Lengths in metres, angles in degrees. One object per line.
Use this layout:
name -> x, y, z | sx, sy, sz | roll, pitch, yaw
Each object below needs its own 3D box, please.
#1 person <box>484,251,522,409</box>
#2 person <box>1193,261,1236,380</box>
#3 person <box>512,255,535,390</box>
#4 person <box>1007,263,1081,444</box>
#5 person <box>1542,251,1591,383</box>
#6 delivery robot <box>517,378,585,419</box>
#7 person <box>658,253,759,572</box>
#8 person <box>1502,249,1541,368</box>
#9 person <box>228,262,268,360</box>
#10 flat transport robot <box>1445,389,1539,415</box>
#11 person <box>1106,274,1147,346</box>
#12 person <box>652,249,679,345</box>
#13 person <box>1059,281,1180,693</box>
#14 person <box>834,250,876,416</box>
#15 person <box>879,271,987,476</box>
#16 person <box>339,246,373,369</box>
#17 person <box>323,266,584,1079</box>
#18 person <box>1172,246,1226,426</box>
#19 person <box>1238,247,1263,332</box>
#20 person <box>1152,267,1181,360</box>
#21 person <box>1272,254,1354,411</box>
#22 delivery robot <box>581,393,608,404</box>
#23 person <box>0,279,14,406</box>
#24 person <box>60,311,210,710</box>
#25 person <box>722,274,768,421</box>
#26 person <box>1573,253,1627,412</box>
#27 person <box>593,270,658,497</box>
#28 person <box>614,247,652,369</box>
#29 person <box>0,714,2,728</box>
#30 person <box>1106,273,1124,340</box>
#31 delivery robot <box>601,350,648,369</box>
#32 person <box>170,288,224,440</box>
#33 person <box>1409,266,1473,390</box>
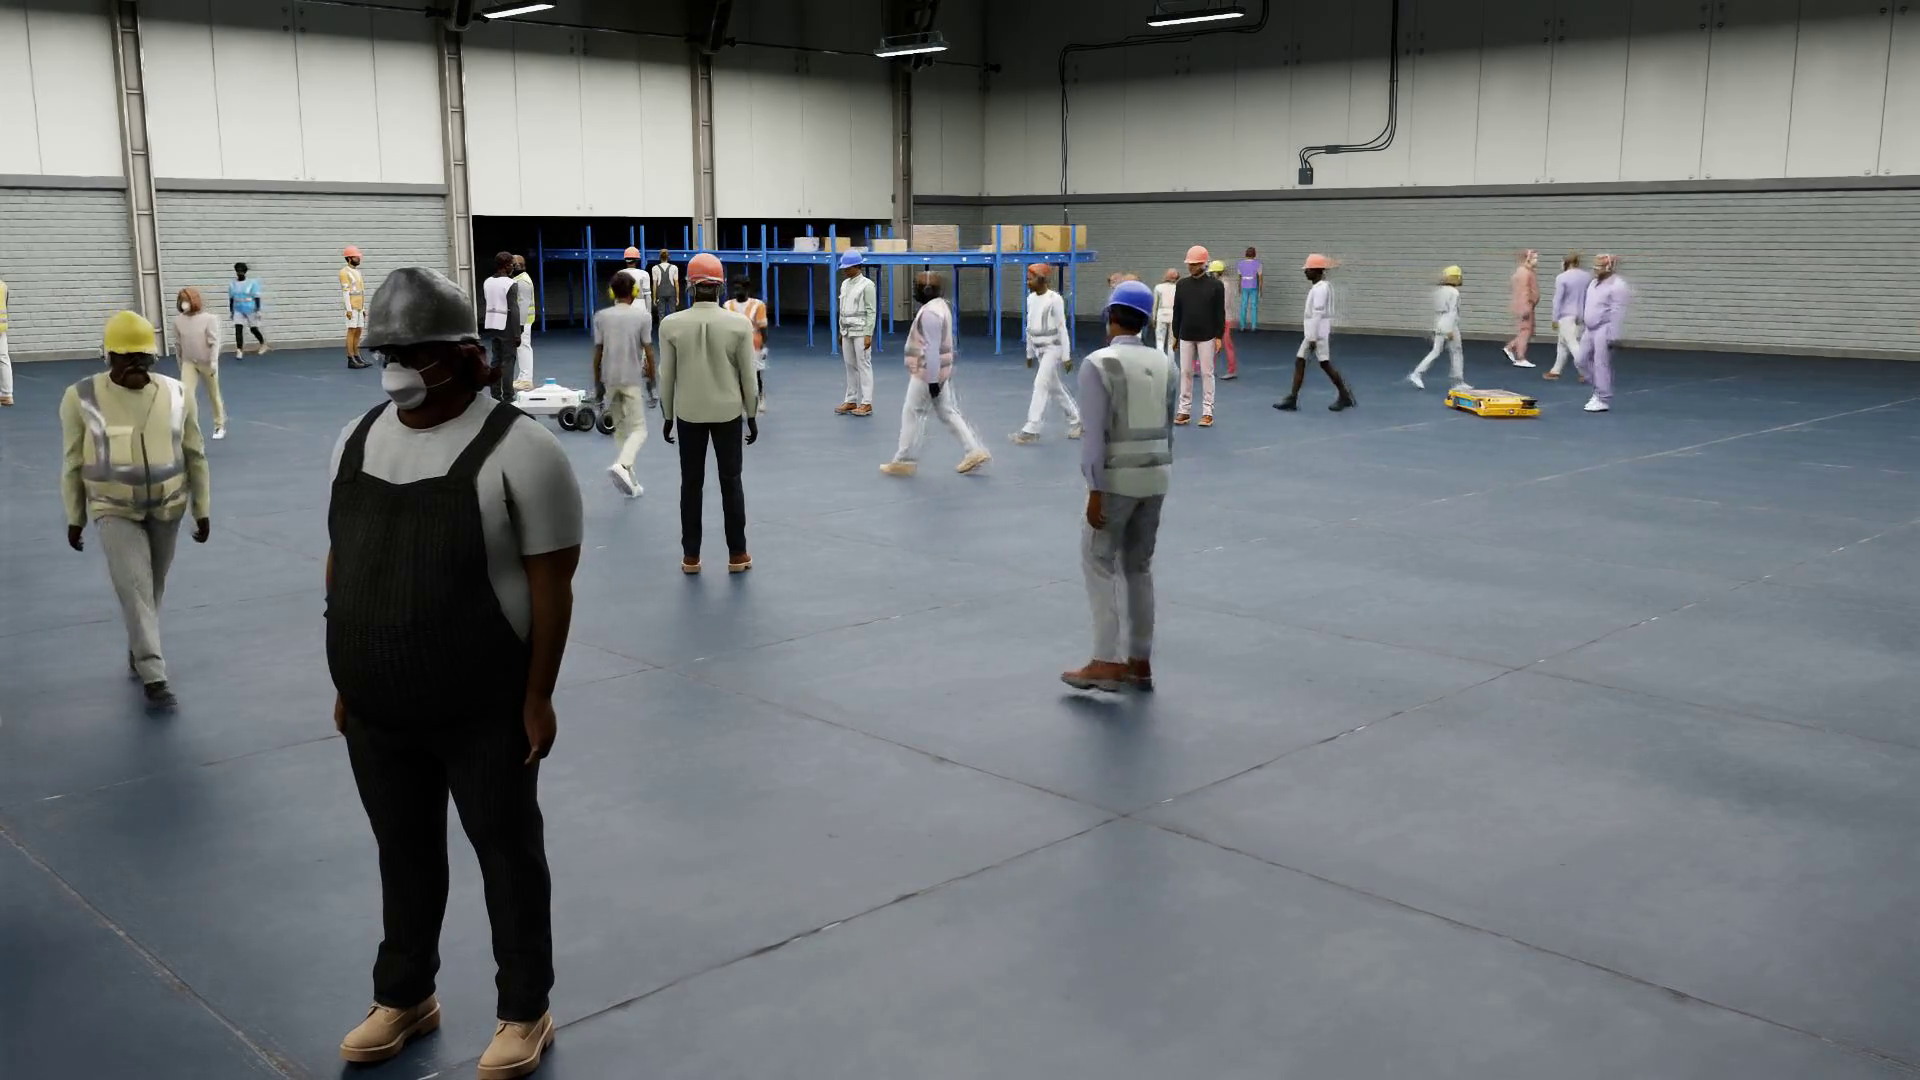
person -> -5.573, -2.549, 20.289 | 0.591, 1.913, 0.379 | 8, 13, 38
person -> 3.686, -3.207, 24.350 | 0.877, 1.724, 0.545 | -3, 11, -16
person -> -6.106, -3.021, 23.050 | 0.429, 1.843, 0.627 | -4, 11, -20
person -> 0.956, -1.930, 17.150 | 0.983, 1.837, 0.629 | -5, 12, -27
person -> 8.883, -3.232, 24.084 | 0.631, 1.897, 0.988 | -6, 12, -29
delivery robot -> -4.504, -1.539, 18.334 | 0.707, 0.478, 0.477 | -1, 10, -4
person -> -1.575, -0.794, 10.473 | 0.622, 1.996, 0.371 | -1, 10, -4
person -> 9.093, -3.731, 26.798 | 0.476, 1.893, 0.649 | 5, 11, 24
person -> -12.287, -3.957, 28.659 | 0.558, 1.659, 0.761 | 0, 10, -2
flat transport robot -> 6.403, -1.669, 20.071 | 0.652, 0.197, 1.431 | 0, 10, -2
person -> 2.131, -2.567, 21.197 | 0.513, 1.609, 0.736 | 2, 11, 12
person -> -5.668, -4.677, 32.063 | 0.504, 1.847, 0.344 | -2, 11, -10
person -> 0.769, -0.259, 7.828 | 0.676, 1.898, 0.499 | -8, 13, -38
person -> -1.234, -2.445, 19.638 | 0.401, 1.938, 0.603 | -9, 14, -40
person -> -0.222, -1.476, 14.716 | 0.937, 1.807, 0.629 | 2, 11, 10
person -> -9.696, -3.735, 26.666 | 0.350, 1.942, 0.545 | 1, 10, 5
person -> -1.311, 0.363, 4.165 | 0.683, 2.000, 0.538 | 3, 11, 15
person -> 2.640, -2.270, 18.536 | 0.623, 1.990, 0.393 | 6, 12, 32
person -> 6.384, -5.519, 36.644 | 0.565, 1.850, 0.390 | 4, 11, 23
person -> 3.167, -3.316, 25.234 | 0.526, 1.622, 0.413 | 3, 11, 15
person -> 4.339, -2.512, 20.139 | 0.970, 1.896, 0.556 | 1, 10, 4
delivery robot -> -3.789, -1.628, 18.112 | 0.335, 0.223, 0.698 | 9, 14, 42
person -> -12.079, -2.585, 20.664 | 0.430, 1.845, 0.620 | 1, 10, 5
person -> -3.812, -0.172, 7.712 | 0.597, 1.775, 0.962 | -9, 14, -41
person -> -2.440, -2.207, 19.057 | 0.579, 1.671, 0.541 | 2, 11, 10
person -> 7.695, -2.496, 20.041 | 0.427, 1.891, 0.675 | -2, 11, -10
person -> -2.708, -1.227, 13.282 | 0.540, 1.836, 0.732 | 2, 11, 9
person -> -4.908, -3.427, 25.000 | 0.552, 1.934, 0.352 | -1, 10, -3
person -> -4.354, -0.055, 6.919 | 0.586, 1.824, 0.403 | -4, 11, -20
person -> 2.152, -2.791, 22.452 | 0.846, 1.585, 0.521 | -2, 11, -10
delivery robot -> -5.018, -2.745, 24.912 | 0.707, 0.478, 0.477 | 2, 11, 12
person -> -7.814, -1.786, 17.041 | 0.503, 1.577, 0.898 | -1, 10, -4
person -> 6.630, -2.911, 22.840 | 0.836, 1.707, 0.494 | -2, 11, -11
